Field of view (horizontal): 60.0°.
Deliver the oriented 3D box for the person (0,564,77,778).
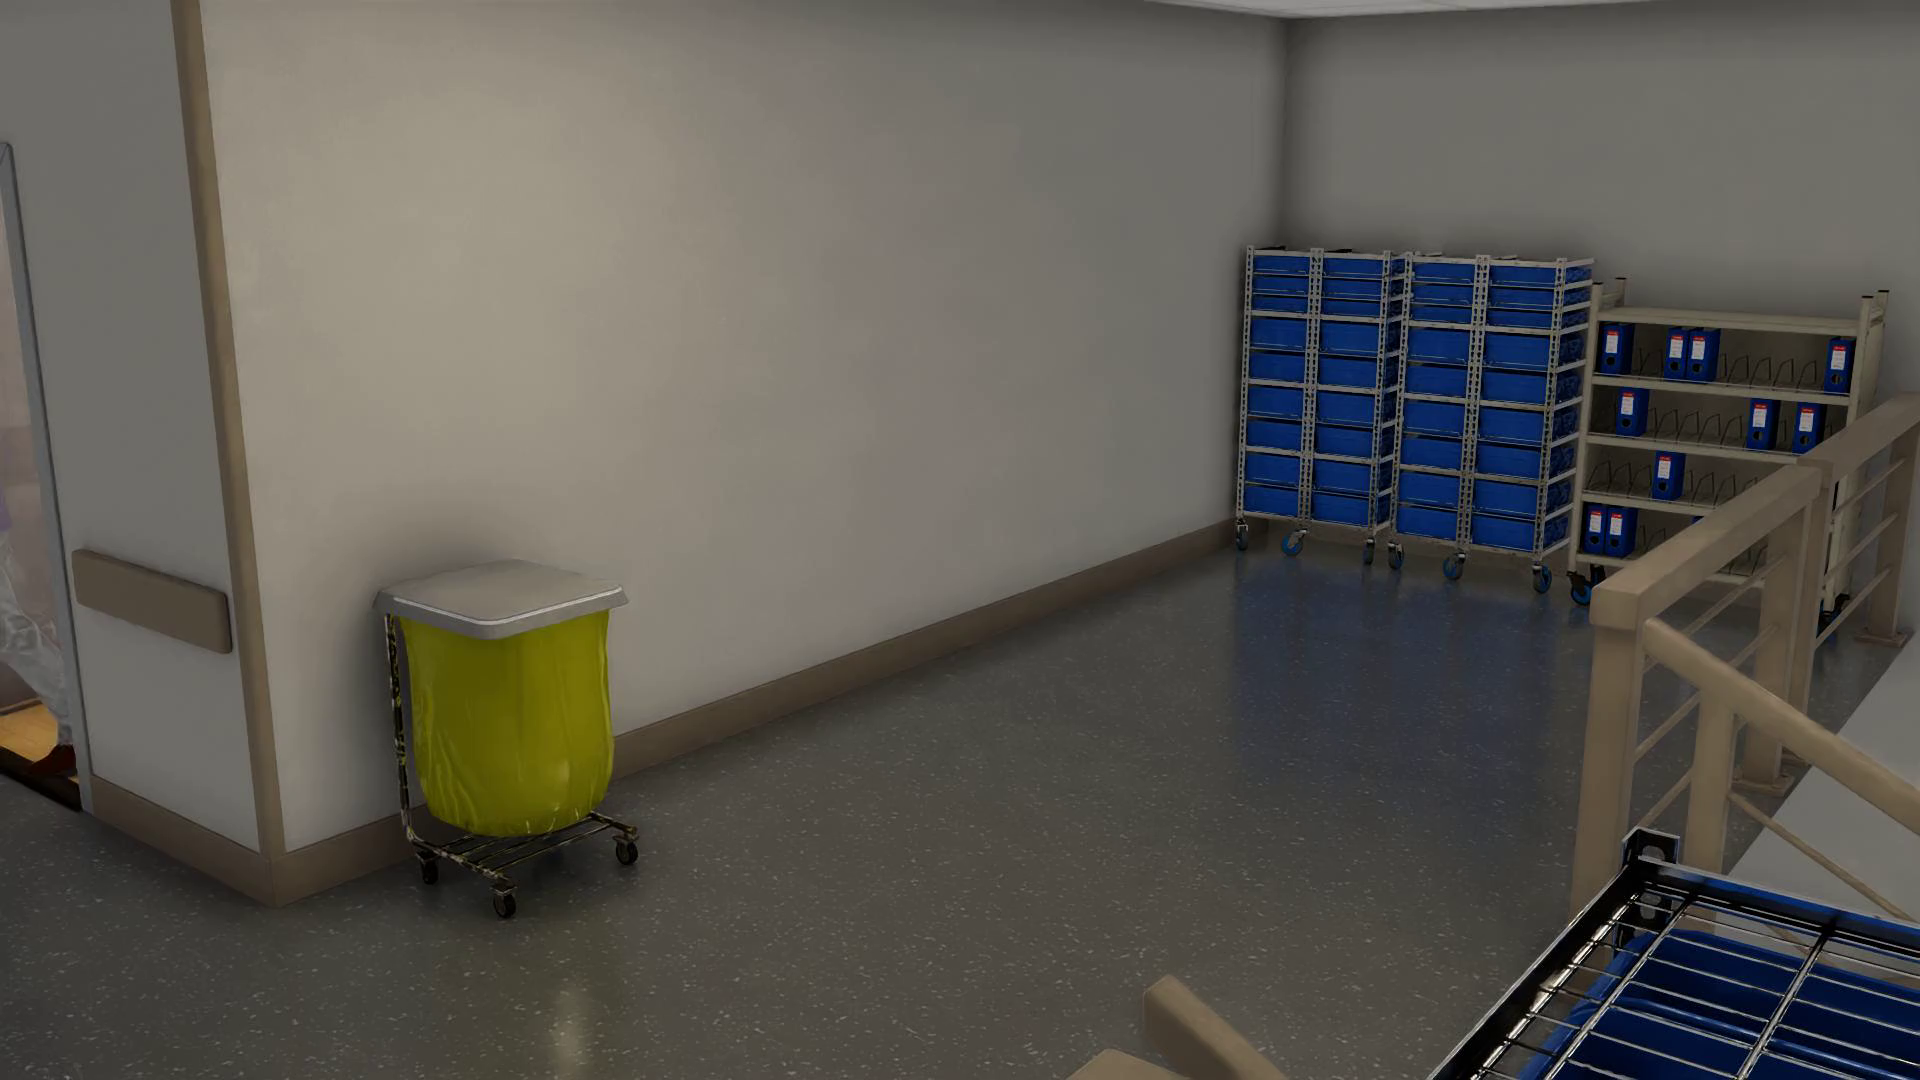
[{"bbox_3d":[-3.684,0.013,5.957,1.074,1.872,0.640,-9,16,-33],"label":"person"}]
